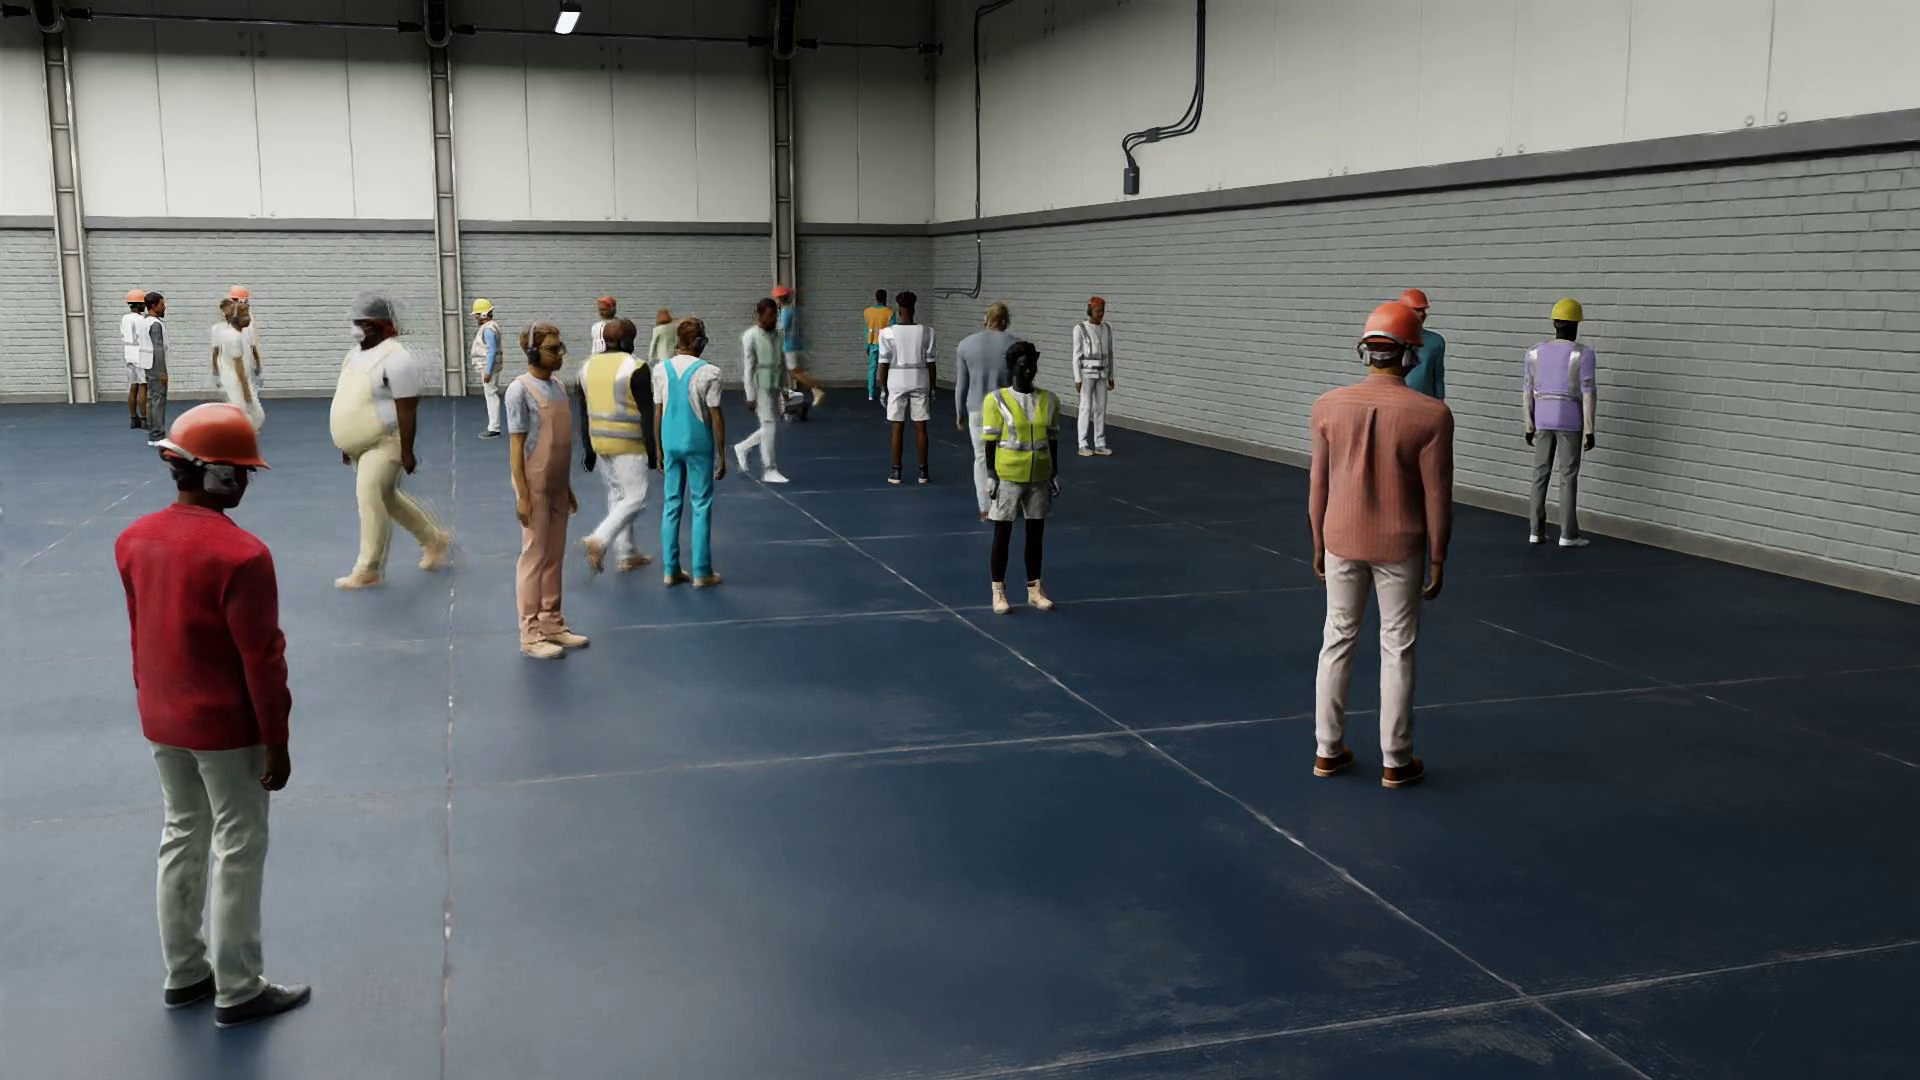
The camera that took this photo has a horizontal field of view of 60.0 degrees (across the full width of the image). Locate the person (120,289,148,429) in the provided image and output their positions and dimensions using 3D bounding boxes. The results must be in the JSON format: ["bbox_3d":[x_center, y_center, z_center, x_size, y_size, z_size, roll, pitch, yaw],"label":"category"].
[{"bbox_3d":[-11.399,-2.506,23.116,0.542,1.939,0.362,6,11,35],"label":"person"}]

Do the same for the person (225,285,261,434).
[{"bbox_3d":[-9.605,-2.405,22.290,0.375,1.997,0.612,-5,10,-31],"label":"person"}]

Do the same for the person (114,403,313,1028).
[{"bbox_3d":[-2.070,0.487,4.659,0.575,1.740,0.348,5,10,27],"label":"person"}]

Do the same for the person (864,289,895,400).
[{"bbox_3d":[-1.379,-3.351,28.620,0.584,1.911,0.391,3,10,20],"label":"person"}]

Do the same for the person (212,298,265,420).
[{"bbox_3d":[-8.977,-2.077,20.676,0.558,1.846,0.473,-7,12,-39],"label":"person"}]

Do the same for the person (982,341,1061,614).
[{"bbox_3d":[0.389,-0.390,10.388,0.536,1.697,0.318,-4,10,-23],"label":"person"}]

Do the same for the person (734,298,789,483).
[{"bbox_3d":[-2.059,-1.538,17.097,0.693,1.892,0.629,5,10,28],"label":"person"}]

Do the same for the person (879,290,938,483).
[{"bbox_3d":[-0.529,-1.555,16.963,0.606,1.967,0.367,-1,9,-8],"label":"person"}]

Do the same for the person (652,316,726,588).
[{"bbox_3d":[-1.816,-0.586,11.207,0.517,1.836,0.349,3,9,16],"label":"person"}]

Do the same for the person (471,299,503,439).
[{"bbox_3d":[-6.189,-2.238,21.784,0.403,1.822,0.589,-2,9,-14],"label":"person"}]

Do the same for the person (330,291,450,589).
[{"bbox_3d":[-3.923,-0.724,11.427,0.675,2.000,0.910,9,12,44],"label":"person"}]

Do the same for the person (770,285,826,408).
[{"bbox_3d":[-2.694,-3.094,26.710,0.961,2.003,0.607,-2,9,-12],"label":"person"}]

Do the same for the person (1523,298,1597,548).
[{"bbox_3d":[4.665,-0.904,12.932,0.369,1.928,0.586,-8,12,-42],"label":"person"}]

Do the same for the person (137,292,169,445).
[{"bbox_3d":[-10.036,-2.125,20.762,0.386,1.916,0.596,-7,12,-39],"label":"person"}]

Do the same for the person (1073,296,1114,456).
[{"bbox_3d":[1.583,-1.926,19.626,0.581,1.879,0.367,-6,11,-35],"label":"person"}]

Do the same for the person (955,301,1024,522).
[{"bbox_3d":[0.296,-1.104,14.351,0.675,1.898,0.568,2,9,10],"label":"person"}]

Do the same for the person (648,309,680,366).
[{"bbox_3d":[-4.851,-2.985,27.289,0.874,1.582,0.520,8,12,40],"label":"person"}]

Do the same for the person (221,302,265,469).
[{"bbox_3d":[-7.855,-1.672,18.167,0.438,1.830,0.524,-2,9,-14],"label":"person"}]

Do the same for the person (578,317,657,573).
[{"bbox_3d":[-2.417,-0.648,11.645,0.621,1.818,0.672,6,11,35],"label":"person"}]

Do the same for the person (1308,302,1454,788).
[{"bbox_3d":[1.727,0.024,6.841,0.610,1.987,0.397,6,11,33],"label":"person"}]

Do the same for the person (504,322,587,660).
[{"bbox_3d":[-2.294,-0.271,9.186,0.335,1.841,0.542,3,9,17],"label":"person"}]

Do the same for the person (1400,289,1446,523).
[{"bbox_3d":[3.820,-1.133,14.174,0.622,1.995,0.378,0,9,1],"label":"person"}]
